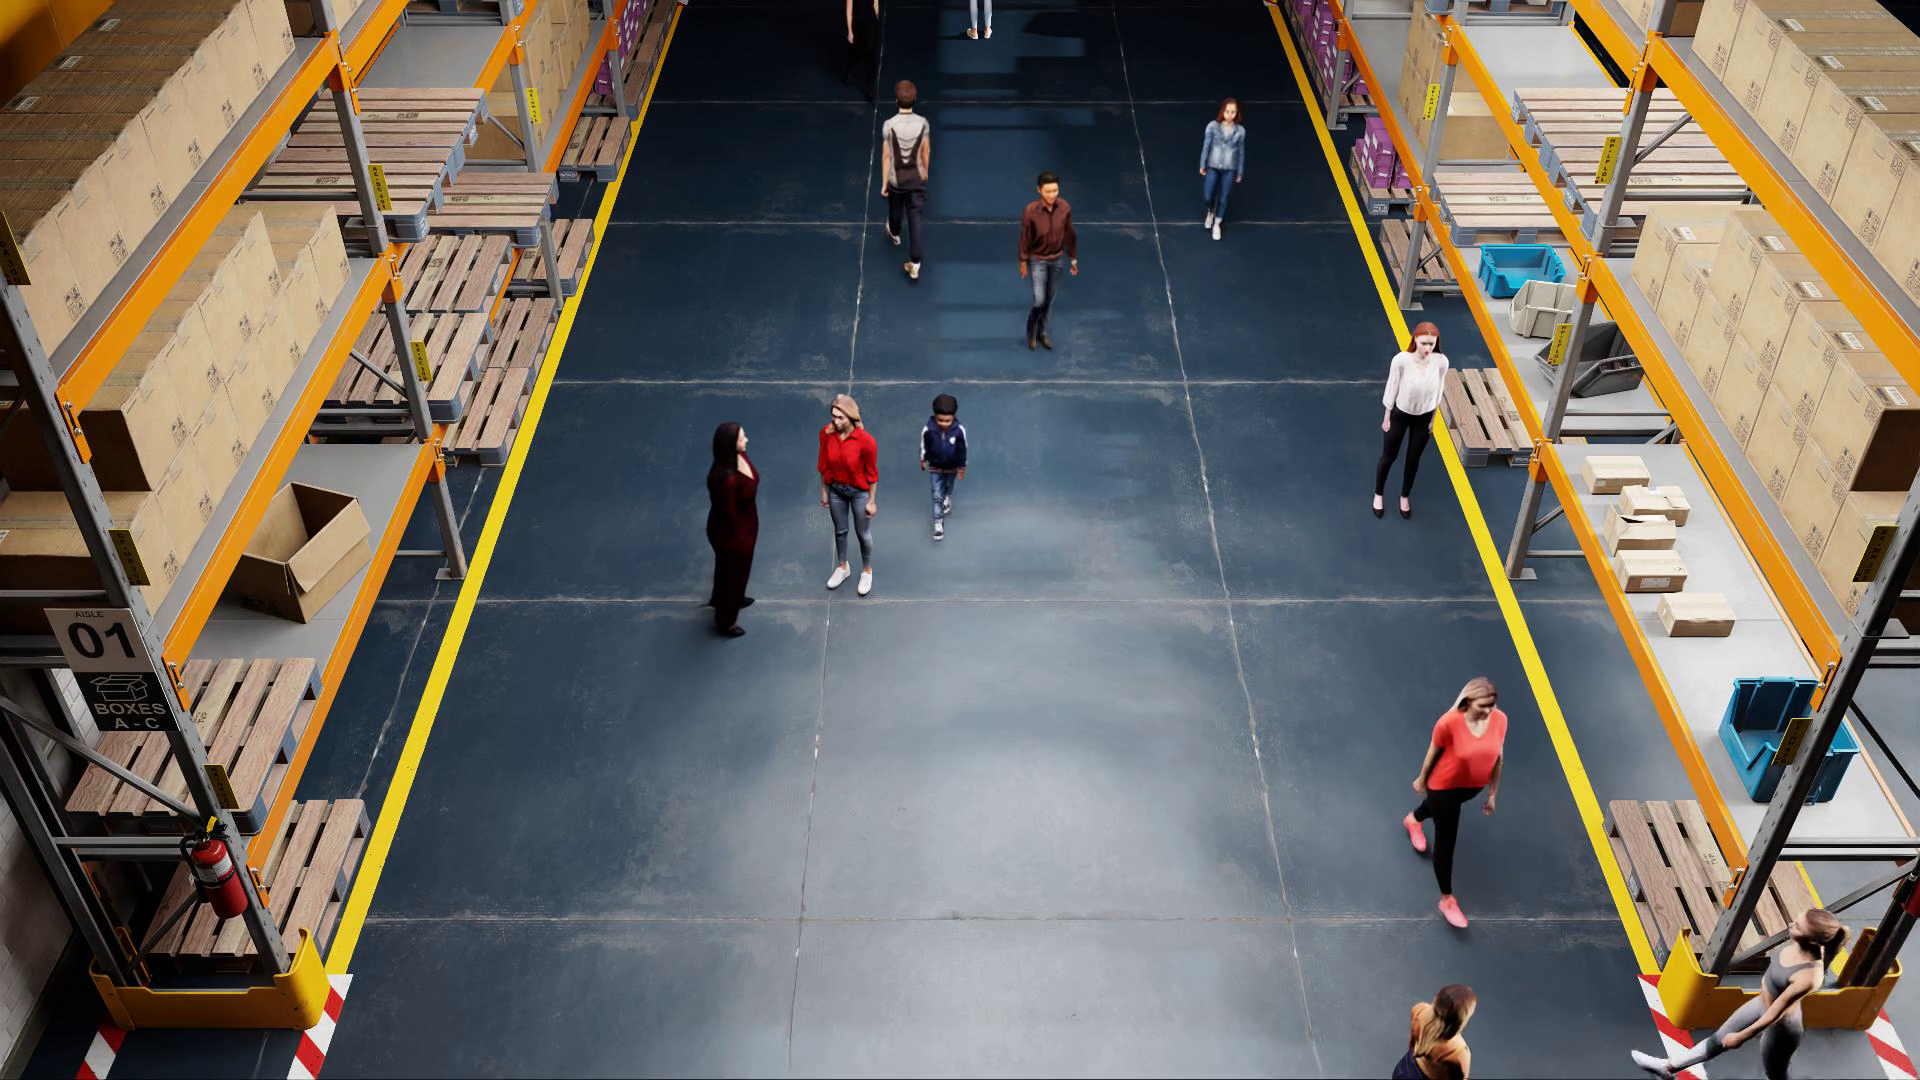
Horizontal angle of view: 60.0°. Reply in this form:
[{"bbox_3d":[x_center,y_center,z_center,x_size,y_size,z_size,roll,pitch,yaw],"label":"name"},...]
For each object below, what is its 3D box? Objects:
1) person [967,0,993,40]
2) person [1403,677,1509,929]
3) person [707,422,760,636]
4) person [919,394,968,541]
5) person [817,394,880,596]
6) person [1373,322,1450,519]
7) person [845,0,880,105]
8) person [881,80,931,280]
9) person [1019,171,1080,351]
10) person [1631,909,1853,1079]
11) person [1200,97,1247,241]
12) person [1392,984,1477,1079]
[{"bbox_3d":[0.235,-7.122,20.599,0.626,1.795,0.558,-7,39,-9],"label":"person"},{"bbox_3d":[2.955,1.412,10.032,0.777,1.646,1.199,-9,39,-11],"label":"person"},{"bbox_3d":[-1.632,-0.096,11.835,0.737,1.754,0.599,2,39,2],"label":"person"},{"bbox_3d":[-0.115,-0.646,12.978,0.512,1.187,0.830,1,39,1],"label":"person"},{"bbox_3d":[-0.806,-0.346,12.187,0.675,1.704,0.616,12,40,14],"label":"person"},{"bbox_3d":[3.485,-0.932,12.878,0.580,1.758,0.478,0,39,0],"label":"person"},{"bbox_3d":[-1.158,-5.920,19.190,0.856,1.676,1.055,-18,42,-21],"label":"person"},{"bbox_3d":[-0.481,-3.384,15.894,0.836,1.826,1.285,-8,39,-10],"label":"person"},{"bbox_3d":[0.737,-2.538,14.881,0.749,1.768,0.733,-15,41,-18],"label":"person"},{"bbox_3d":[4.311,2.529,8.617,0.831,1.668,1.061,11,40,13],"label":"person"},{"bbox_3d":[2.620,-3.749,16.636,0.632,1.470,0.630,7,39,8],"label":"person"},{"bbox_3d":[2.319,2.776,8.343,0.686,1.624,0.561,-13,40,-16],"label":"person"}]
